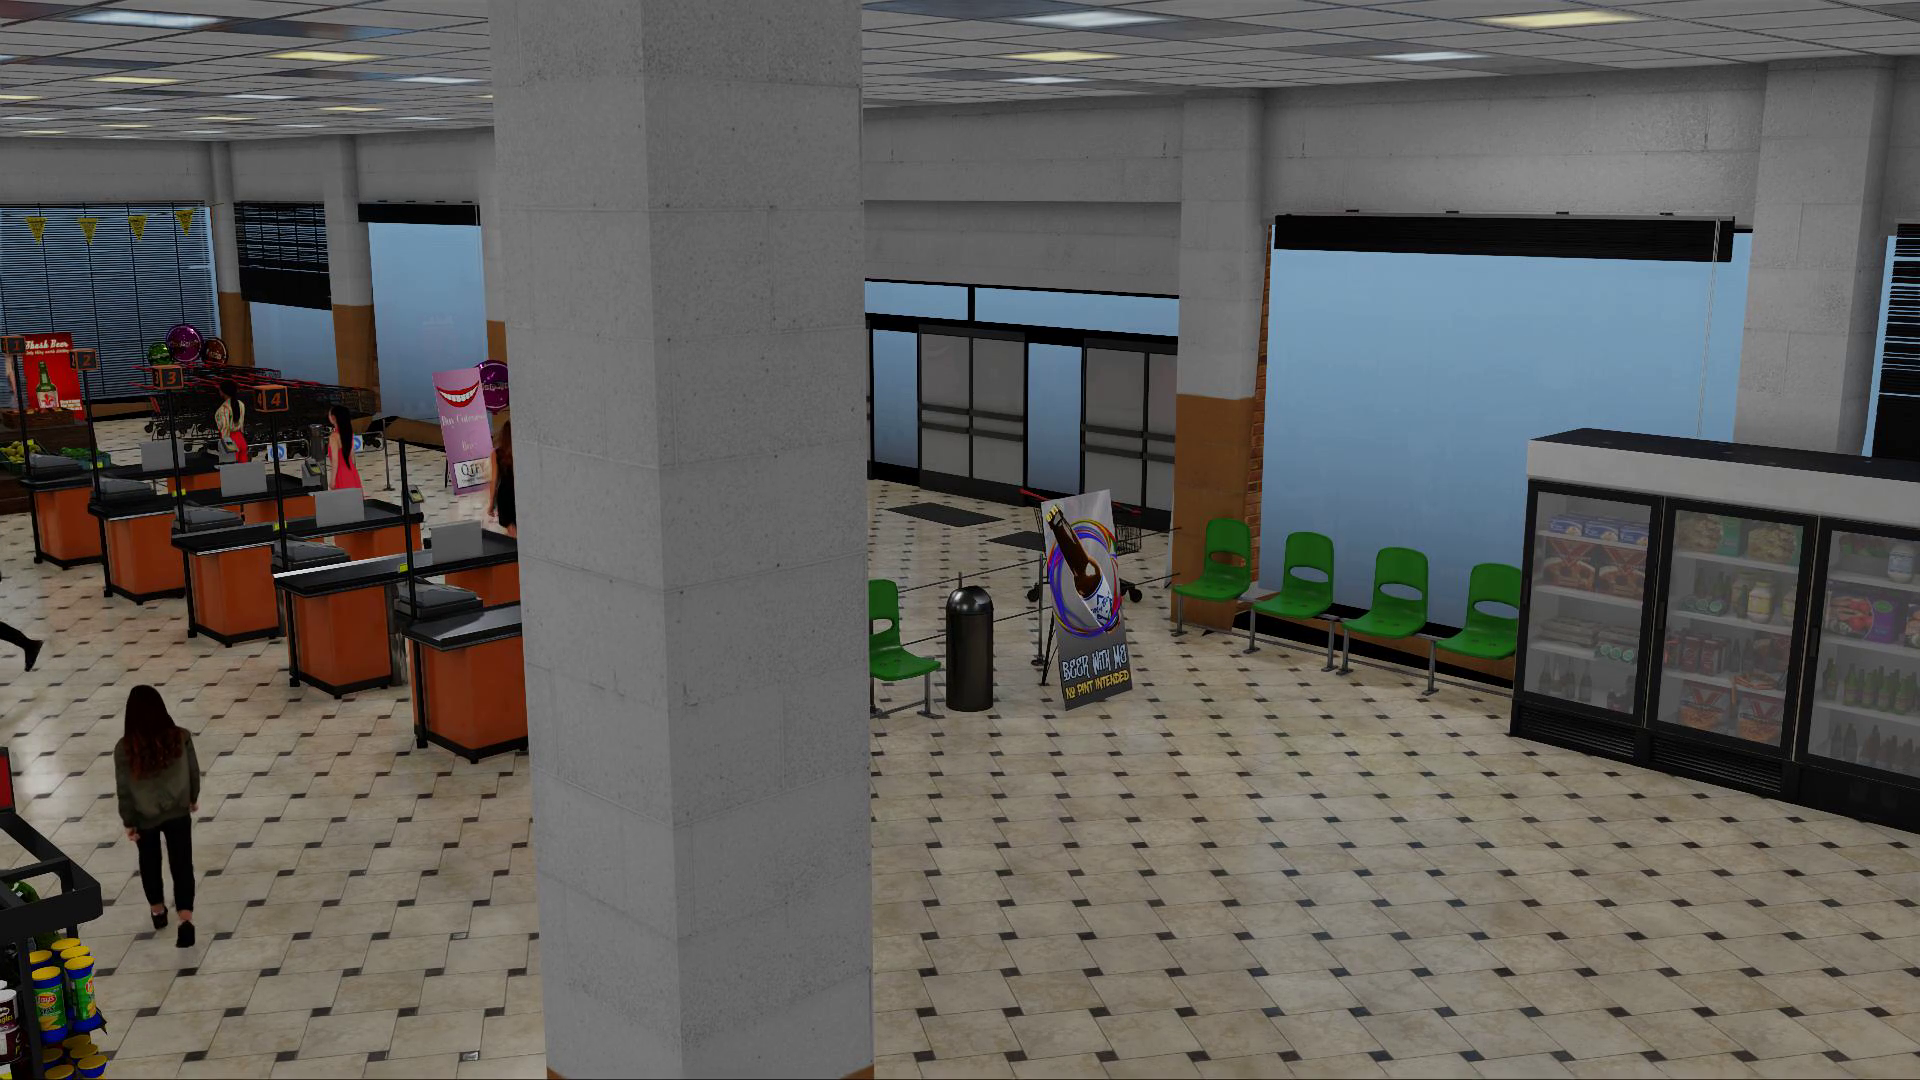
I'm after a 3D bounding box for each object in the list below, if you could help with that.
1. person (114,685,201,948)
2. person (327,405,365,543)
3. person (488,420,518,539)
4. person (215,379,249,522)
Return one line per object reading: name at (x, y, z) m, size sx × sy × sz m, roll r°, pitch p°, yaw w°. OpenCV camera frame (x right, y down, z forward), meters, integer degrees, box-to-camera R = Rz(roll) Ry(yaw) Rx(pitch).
person at (-4.376, 1.535, 9.136) m, size 0.972 × 1.452 × 0.813 m, roll -6°, pitch 14°, yaw -28°
person at (-7.059, -0.695, 19.066) m, size 0.774 × 1.725 × 0.675 m, roll 3°, pitch 12°, yaw 13°
person at (-4.568, -0.278, 16.928) m, size 1.141 × 1.789 × 1.216 m, roll 0°, pitch 12°, yaw -2°
person at (-9.167, -1.137, 20.998) m, size 0.736 × 1.794 × 0.638 m, roll 2°, pitch 12°, yaw 12°
